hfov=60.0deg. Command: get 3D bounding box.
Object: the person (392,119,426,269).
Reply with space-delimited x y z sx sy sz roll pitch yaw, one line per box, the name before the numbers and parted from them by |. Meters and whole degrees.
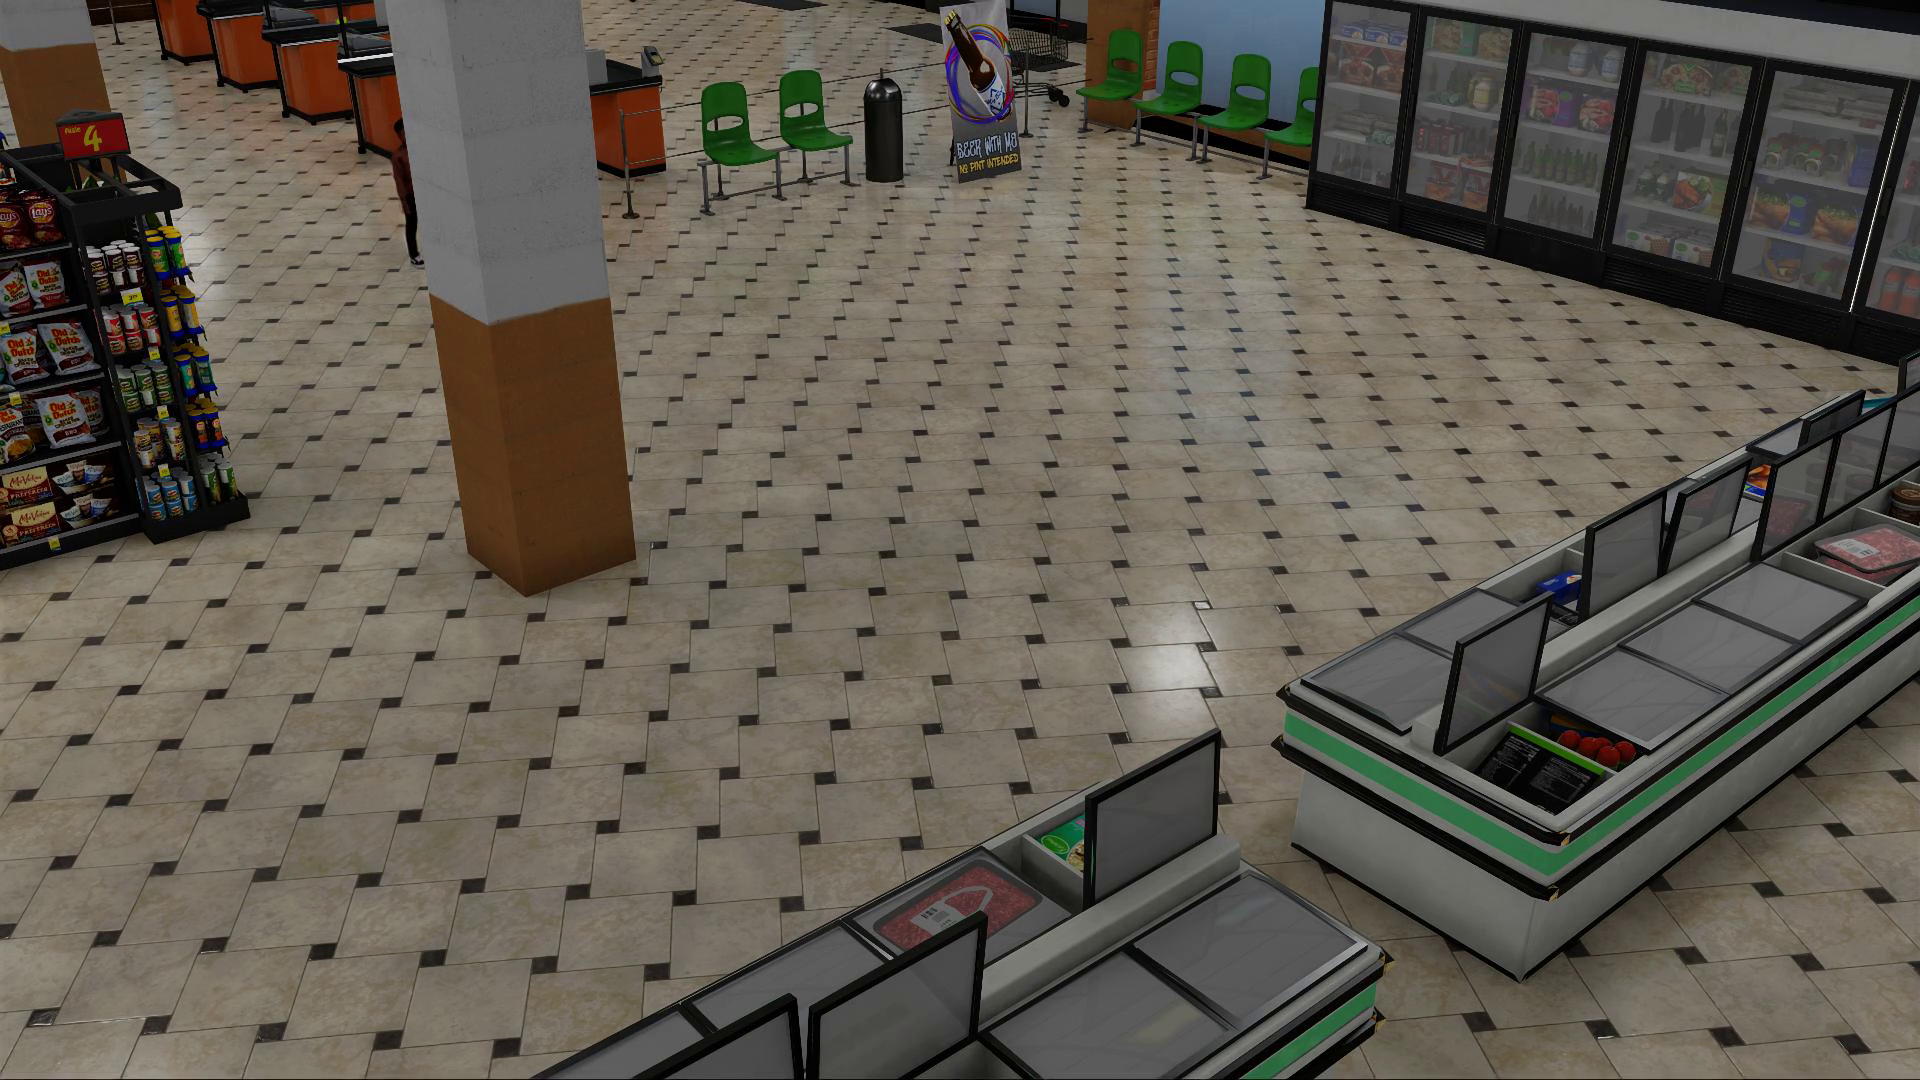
person | -4.605 -2.940 14.065 0.610 1.253 0.470 19 33 33
